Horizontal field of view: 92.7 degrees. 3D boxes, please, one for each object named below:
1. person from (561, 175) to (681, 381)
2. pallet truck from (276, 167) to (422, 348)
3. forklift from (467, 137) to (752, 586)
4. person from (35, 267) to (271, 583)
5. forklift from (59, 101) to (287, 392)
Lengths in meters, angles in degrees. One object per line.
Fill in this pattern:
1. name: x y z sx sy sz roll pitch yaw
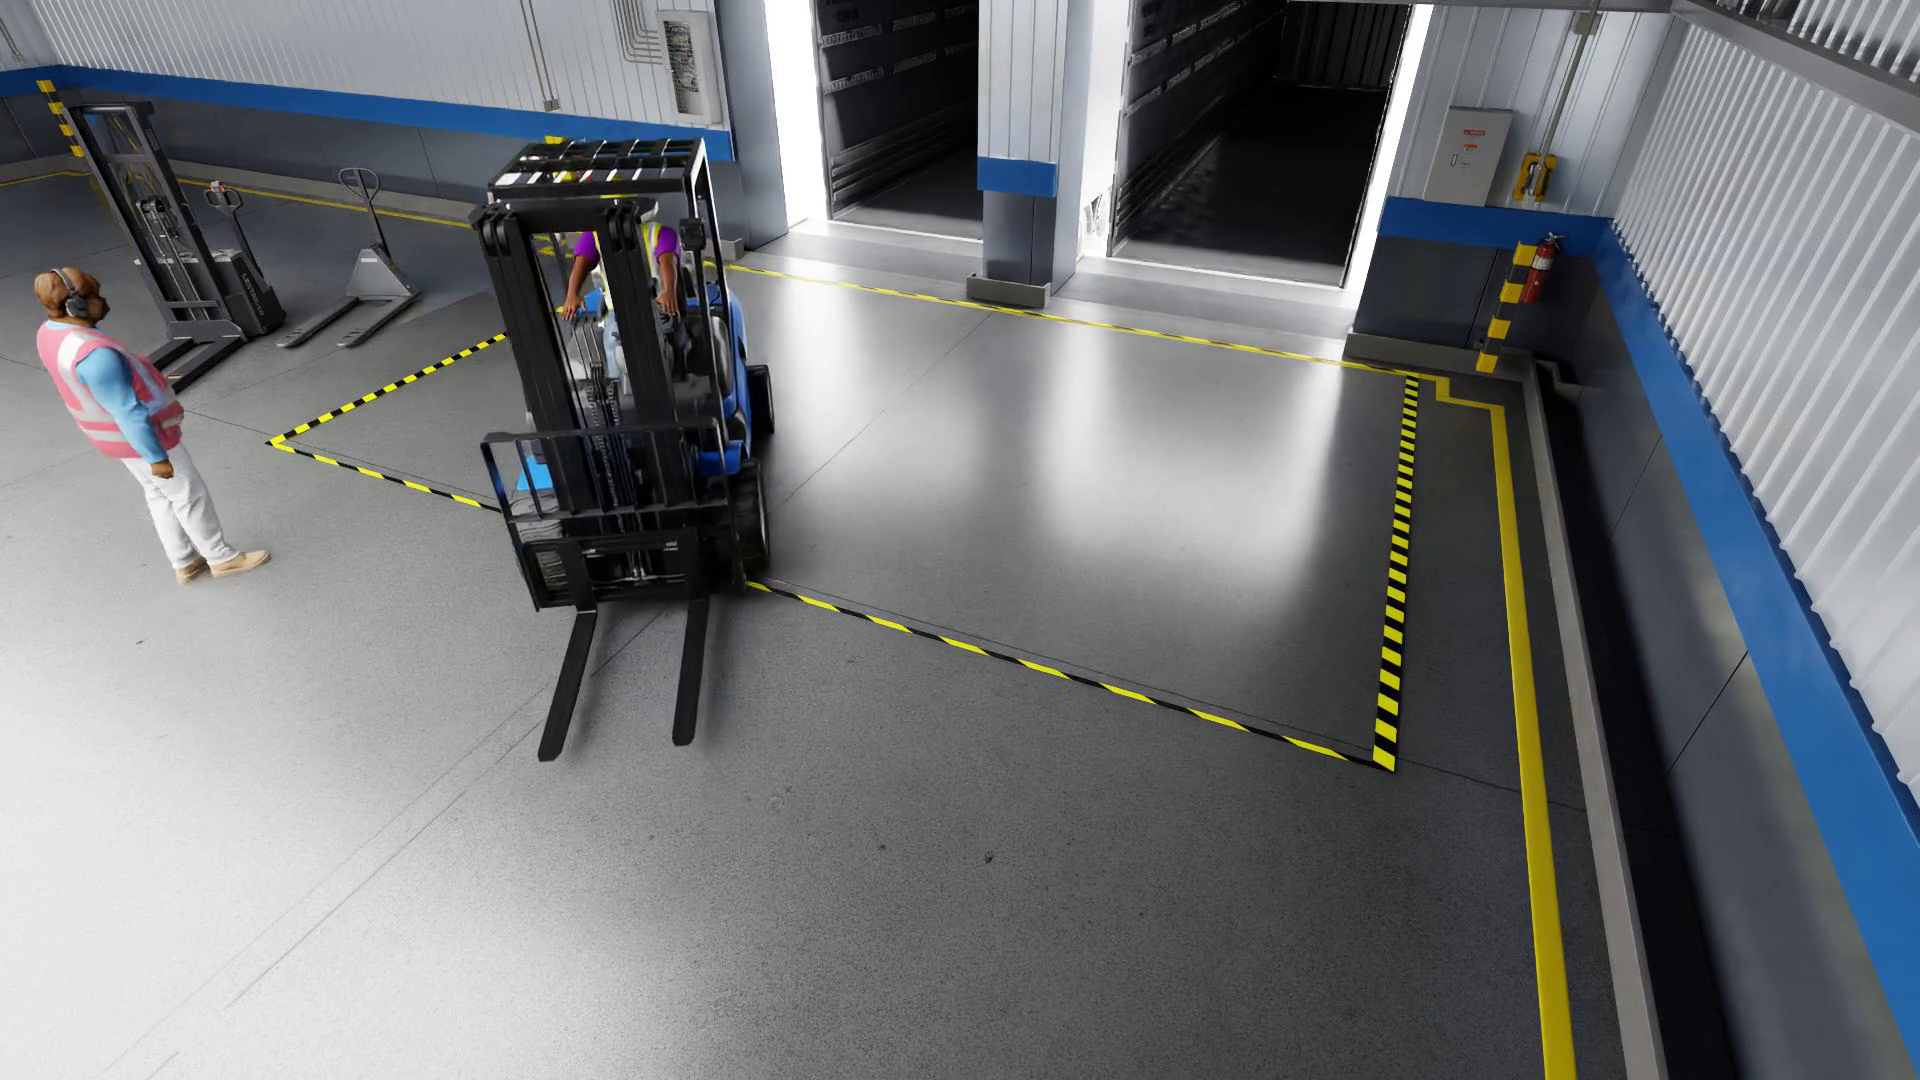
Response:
1. person: -1.929 -1.349 5.313 0.635 1.293 1.004 -5 35 -7
2. pallet truck: -5.732 -2.611 8.414 0.680 1.201 1.601 -1 35 -1
3. forklift: -1.931 -1.230 5.470 1.157 2.036 2.680 -5 35 -7
4. person: -4.410 -0.562 4.969 0.642 1.828 0.450 23 41 29
5. forklift: -6.686 -2.387 7.434 0.823 1.965 1.885 -3 35 -5
